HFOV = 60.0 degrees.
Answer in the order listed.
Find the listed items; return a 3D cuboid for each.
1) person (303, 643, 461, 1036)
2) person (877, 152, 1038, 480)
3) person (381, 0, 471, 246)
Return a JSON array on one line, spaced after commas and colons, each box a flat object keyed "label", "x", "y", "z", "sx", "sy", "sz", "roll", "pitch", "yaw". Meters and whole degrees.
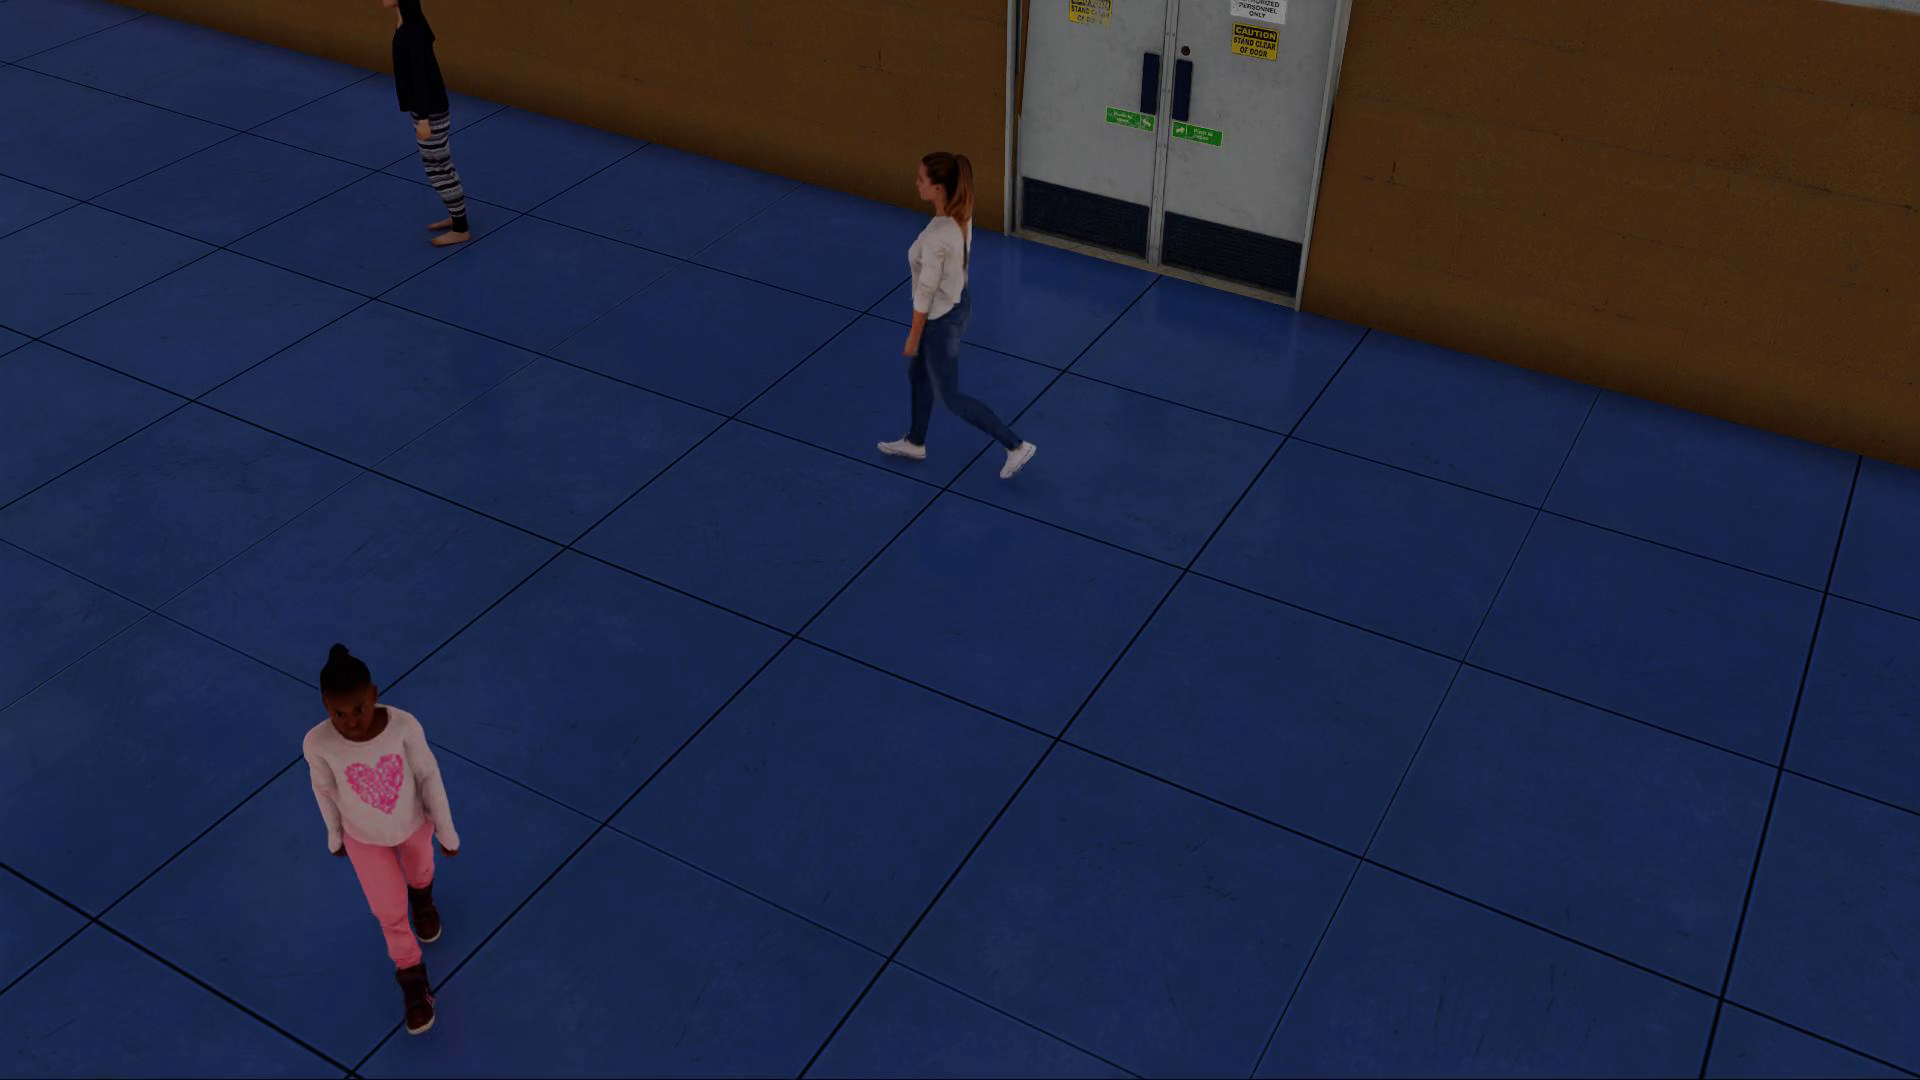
[{"label": "person", "x": -1.965, "y": 0.918, "z": 5.697, "sx": 0.972, "sy": 1.407, "sz": 0.978, "roll": -14, "pitch": 39, "yaw": -18}, {"label": "person", "x": 0.002, "y": -1.028, "z": 8.051, "sx": 0.891, "sy": 1.694, "sz": 1.093, "roll": 8, "pitch": 38, "yaw": 10}, {"label": "person", "x": -3.263, "y": -2.664, "z": 10.197, "sx": 0.711, "sy": 1.733, "sz": 0.672, "roll": -12, "pitch": 39, "yaw": -16}]
